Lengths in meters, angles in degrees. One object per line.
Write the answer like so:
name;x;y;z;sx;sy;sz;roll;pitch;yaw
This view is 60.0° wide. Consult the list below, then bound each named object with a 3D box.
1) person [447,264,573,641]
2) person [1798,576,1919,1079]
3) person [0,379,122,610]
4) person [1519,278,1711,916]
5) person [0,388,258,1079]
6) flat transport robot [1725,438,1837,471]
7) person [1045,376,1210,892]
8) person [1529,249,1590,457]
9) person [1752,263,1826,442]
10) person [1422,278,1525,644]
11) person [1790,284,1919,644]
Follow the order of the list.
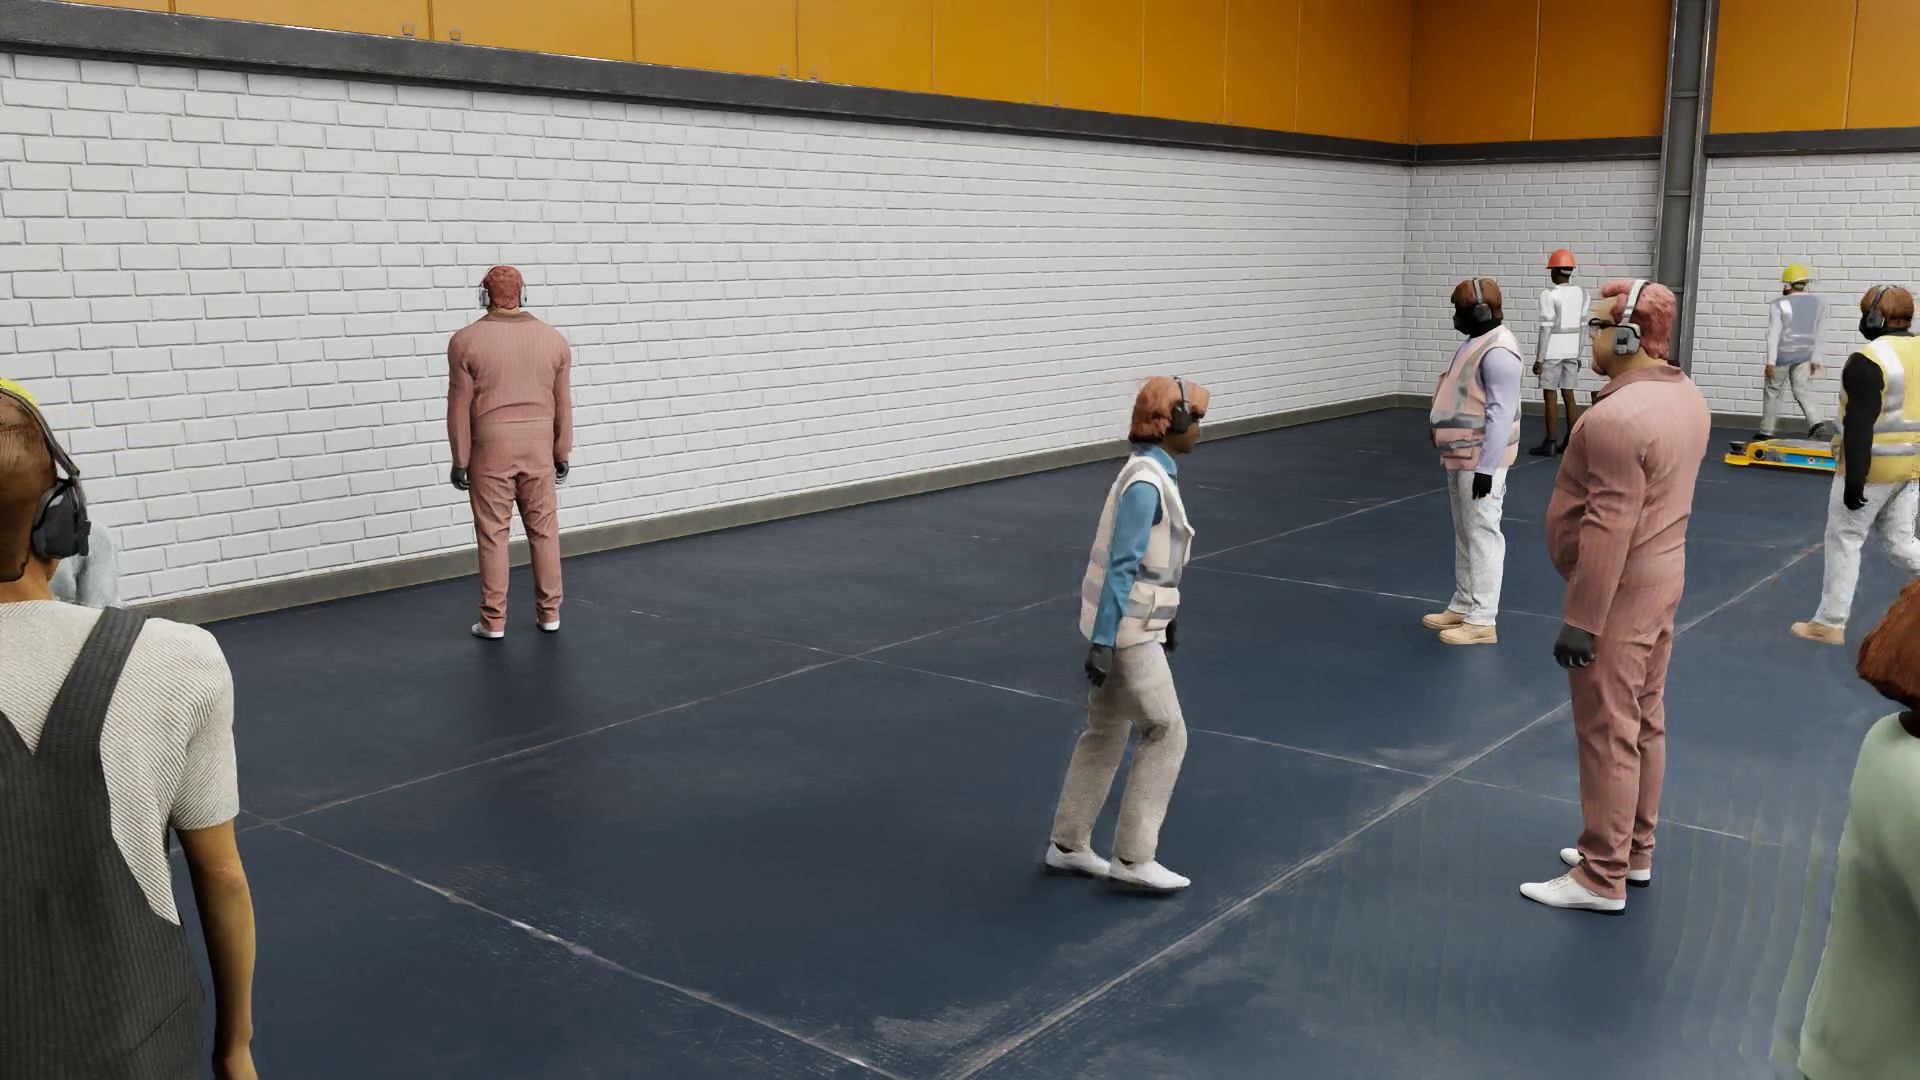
person;-2.296;-0.444;8.492;0.642;1.900;0.403;-7;13;-35
person;1.421;0.809;2.402;0.869;1.590;0.515;5;11;26
person;-2.280;0.463;4.032;0.494;1.693;0.897;-8;13;-39
person;1.976;0.173;5.038;0.410;1.911;0.643;8;13;39
person;-1.186;0.721;2.184;0.508;1.842;0.336;-8;13;-37
flat transport robot;7.566;-0.728;14.567;0.652;0.197;1.431;-9;13;-40
person;0.525;0.297;5.169;0.560;1.605;0.531;1;10;5
person;5.591;-1.743;15.578;0.551;1.934;0.373;-4;11;-23
person;8.183;-1.806;16.305;0.595;1.808;0.838;-1;10;-8
person;2.586;-0.395;8.392;0.429;1.837;0.621;1;10;4
person;4.581;-0.333;8.123;0.638;1.819;0.800;-5;12;-28
